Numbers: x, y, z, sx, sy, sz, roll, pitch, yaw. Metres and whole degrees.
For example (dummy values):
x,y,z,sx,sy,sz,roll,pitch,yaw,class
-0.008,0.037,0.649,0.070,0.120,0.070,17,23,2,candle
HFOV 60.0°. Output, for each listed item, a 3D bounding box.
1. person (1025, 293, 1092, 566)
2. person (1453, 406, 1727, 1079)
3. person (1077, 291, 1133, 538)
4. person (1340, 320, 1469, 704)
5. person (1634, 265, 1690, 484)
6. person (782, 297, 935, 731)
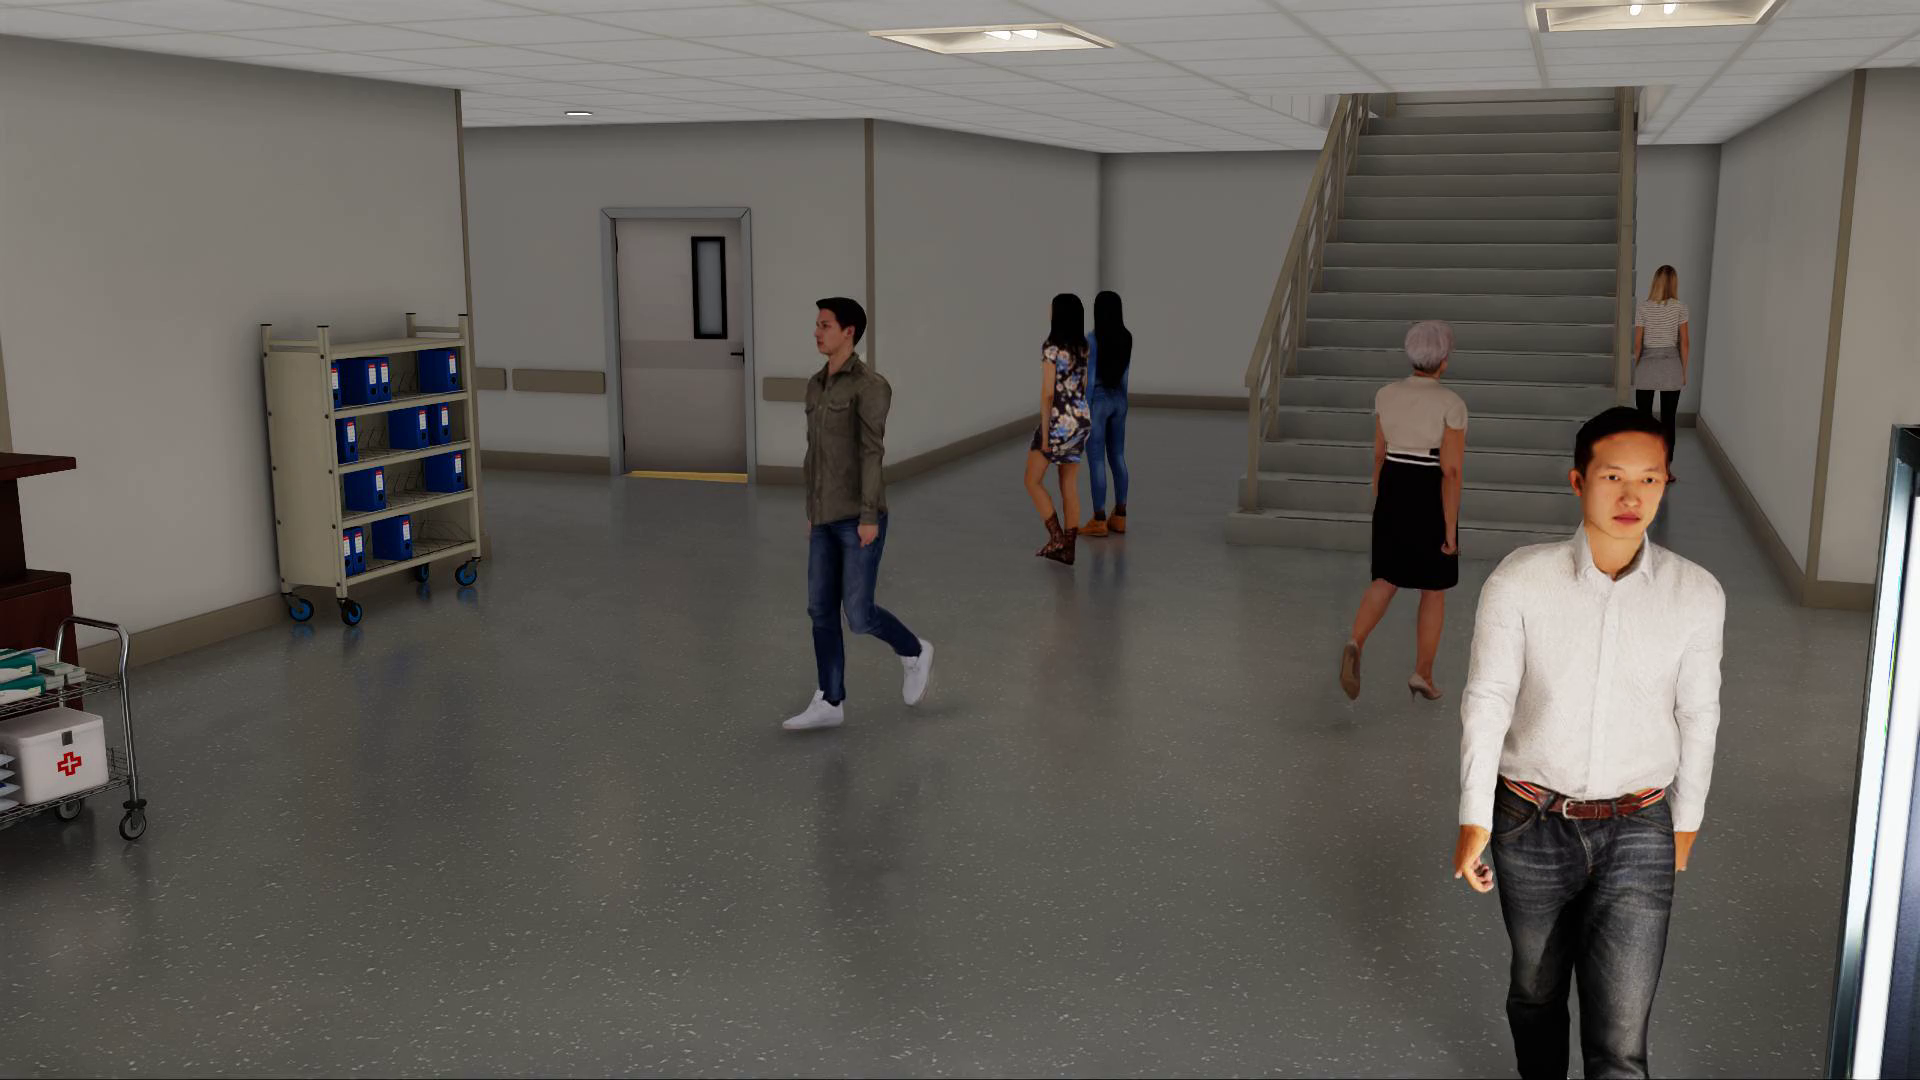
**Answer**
x,y,z,sx,sy,sz,roll,pitch,yaw,class
0.713,-0.684,10.558,0.676,1.724,0.768,-9,14,-41,person
1.321,0.616,3.599,0.697,1.762,1.135,3,11,17,person
1.023,-0.890,11.668,0.611,1.713,0.733,-9,14,-41,person
1.952,-0.080,7.334,1.065,1.738,0.874,-10,15,-43,person
5.914,-1.404,14.075,0.584,1.827,0.510,4,11,20,person
-0.412,-0.102,7.159,1.126,1.846,0.981,-9,14,-40,person
